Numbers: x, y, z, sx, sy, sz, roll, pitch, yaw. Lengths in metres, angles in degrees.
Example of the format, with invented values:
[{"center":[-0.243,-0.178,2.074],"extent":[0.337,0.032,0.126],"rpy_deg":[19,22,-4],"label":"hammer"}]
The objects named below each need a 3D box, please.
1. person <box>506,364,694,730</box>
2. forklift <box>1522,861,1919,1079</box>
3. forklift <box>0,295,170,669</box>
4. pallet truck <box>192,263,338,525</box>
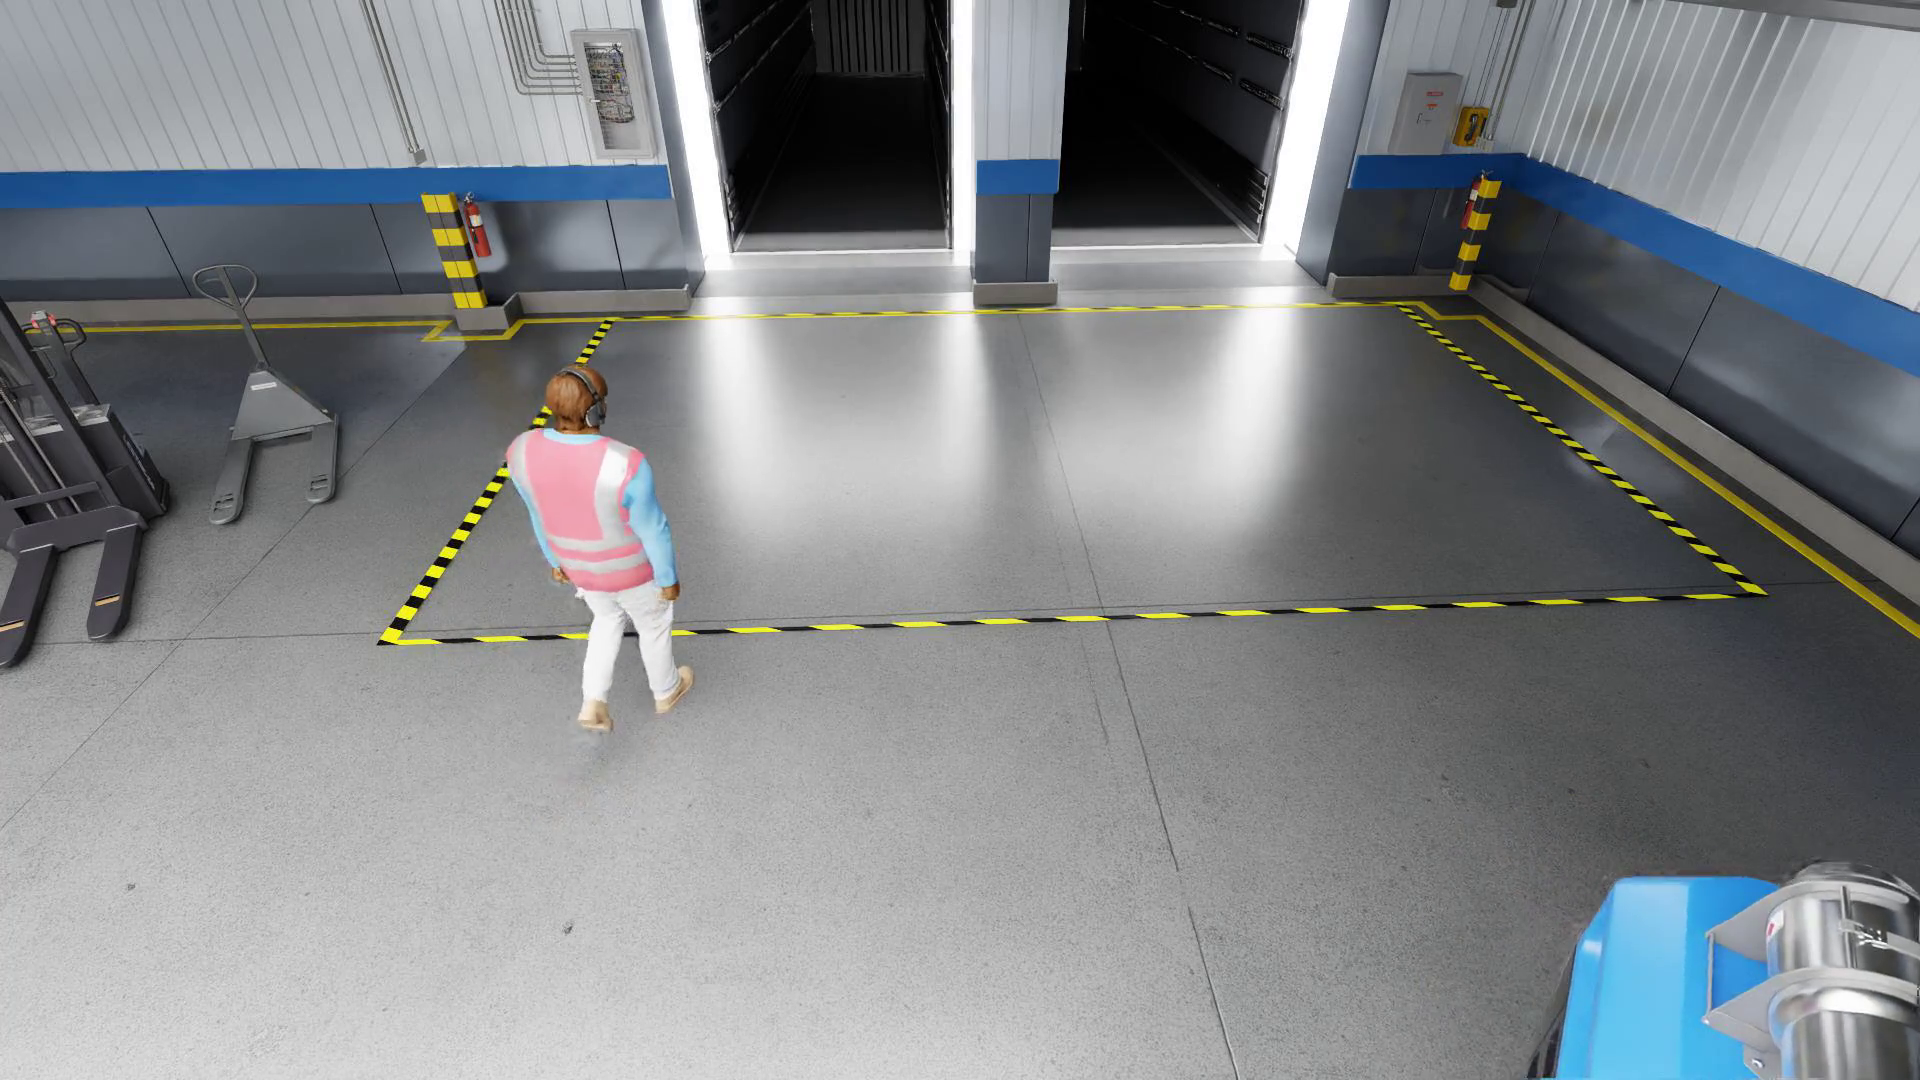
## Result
[{"center":[-1.524,0.126,3.959],"extent":[0.634,1.817,0.661],"rpy_deg":[8,36,11],"label":"person"},{"center":[2.790,1.414,1.648],"extent":[2.680,2.036,1.157],"rpy_deg":[22,40,28],"label":"forklift"},{"center":[-5.212,-0.618,4.878],"extent":[0.823,1.965,1.885],"rpy_deg":[-20,39,-26],"label":"forklift"},{"center":[-4.778,-1.027,6.128],"extent":[0.680,1.201,1.601],"rpy_deg":[-17,38,-23],"label":"pallet truck"}]
